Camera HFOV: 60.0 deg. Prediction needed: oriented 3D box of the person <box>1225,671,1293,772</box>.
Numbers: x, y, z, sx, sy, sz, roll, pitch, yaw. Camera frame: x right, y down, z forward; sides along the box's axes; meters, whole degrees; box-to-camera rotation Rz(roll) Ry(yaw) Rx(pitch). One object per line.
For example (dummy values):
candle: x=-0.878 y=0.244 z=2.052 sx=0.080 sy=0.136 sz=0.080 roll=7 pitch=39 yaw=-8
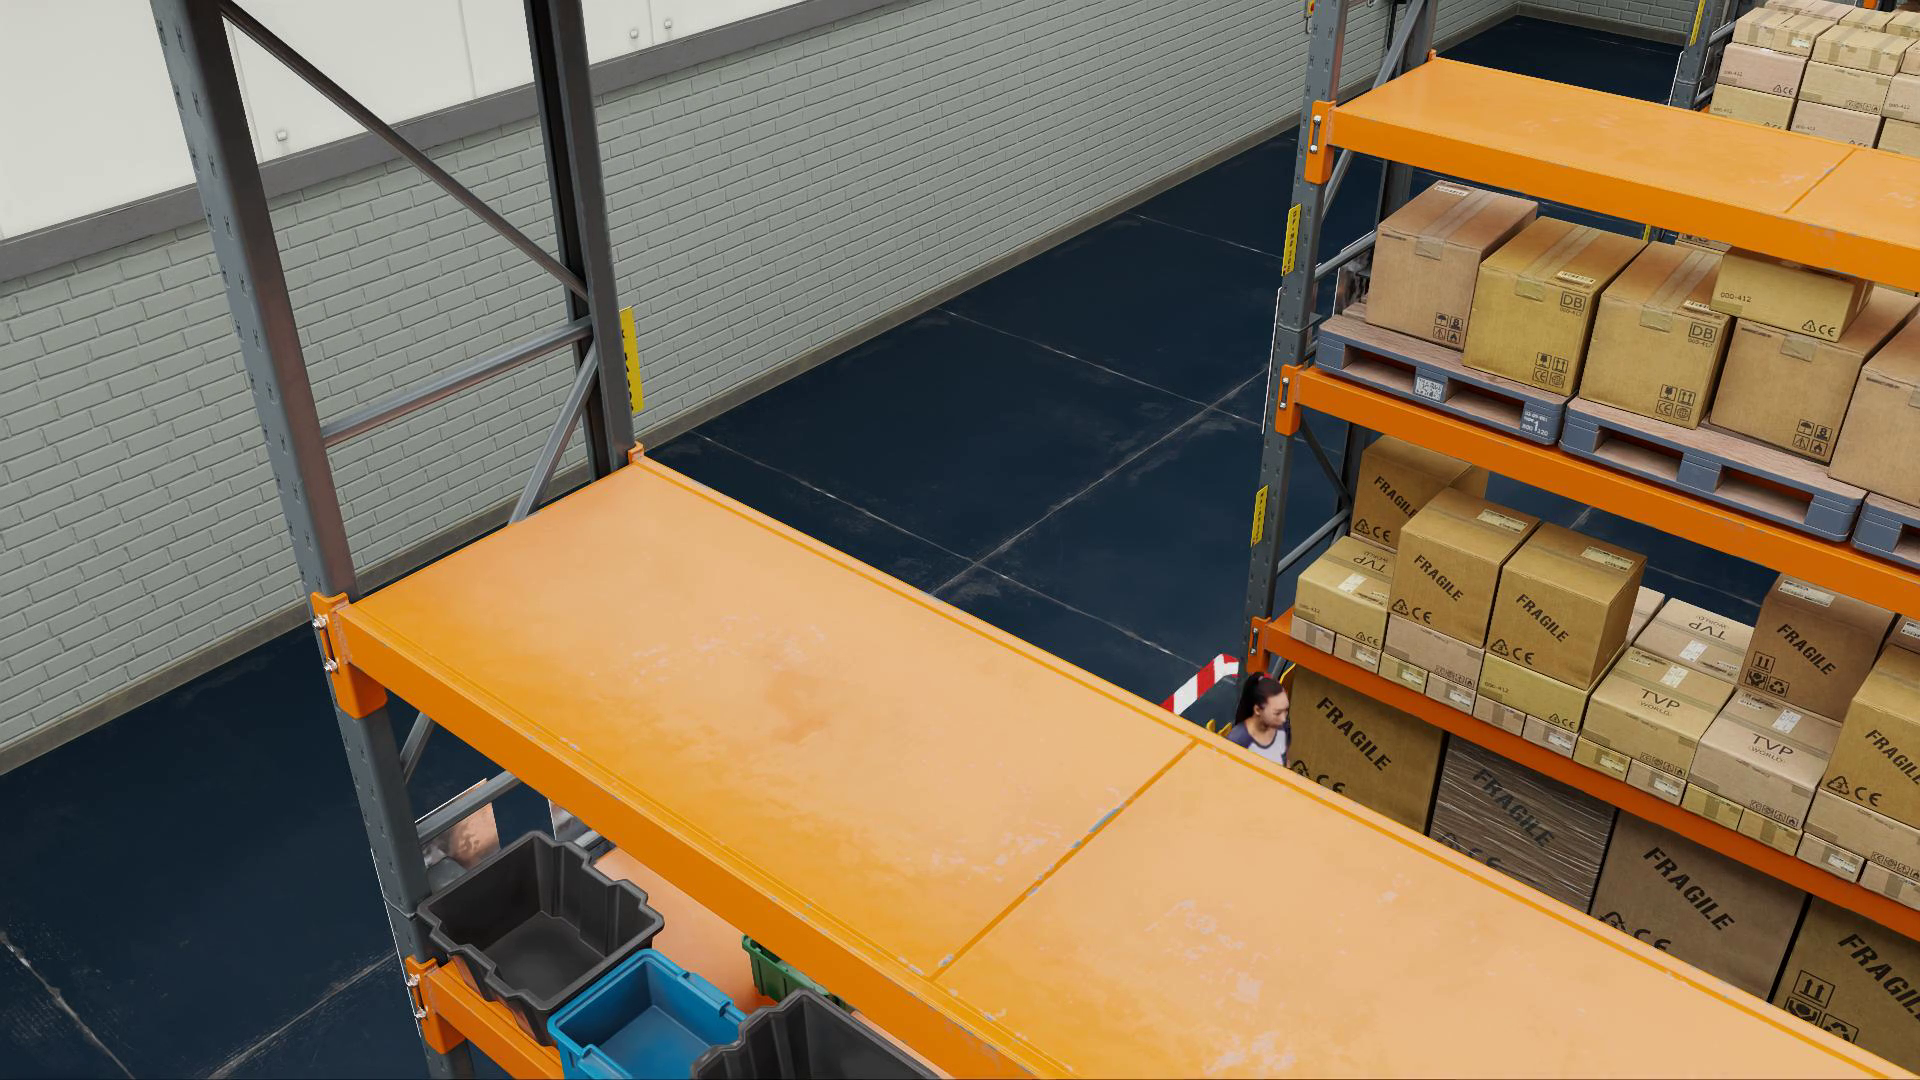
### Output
person: x=1.392 y=1.322 z=8.371 sx=0.632 sy=1.636 sz=0.629 roll=-25 pitch=40 yaw=-33
